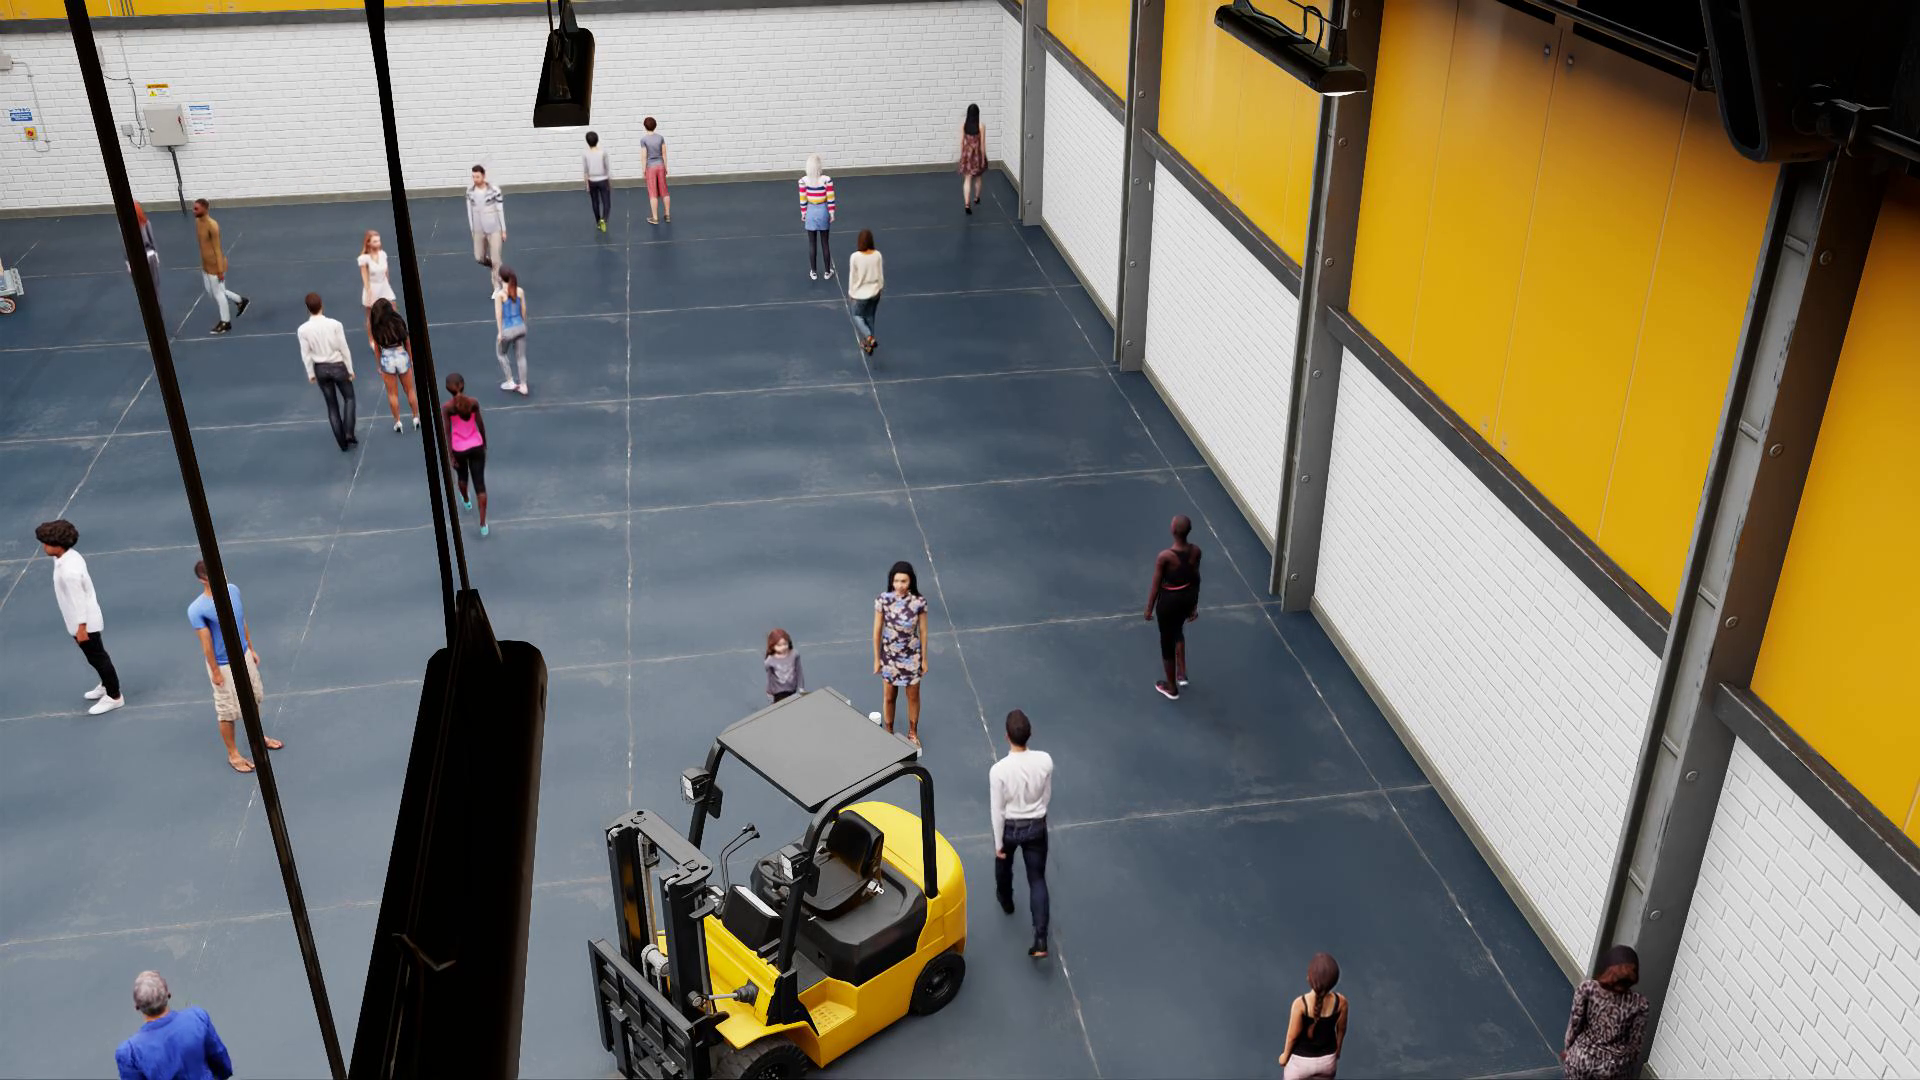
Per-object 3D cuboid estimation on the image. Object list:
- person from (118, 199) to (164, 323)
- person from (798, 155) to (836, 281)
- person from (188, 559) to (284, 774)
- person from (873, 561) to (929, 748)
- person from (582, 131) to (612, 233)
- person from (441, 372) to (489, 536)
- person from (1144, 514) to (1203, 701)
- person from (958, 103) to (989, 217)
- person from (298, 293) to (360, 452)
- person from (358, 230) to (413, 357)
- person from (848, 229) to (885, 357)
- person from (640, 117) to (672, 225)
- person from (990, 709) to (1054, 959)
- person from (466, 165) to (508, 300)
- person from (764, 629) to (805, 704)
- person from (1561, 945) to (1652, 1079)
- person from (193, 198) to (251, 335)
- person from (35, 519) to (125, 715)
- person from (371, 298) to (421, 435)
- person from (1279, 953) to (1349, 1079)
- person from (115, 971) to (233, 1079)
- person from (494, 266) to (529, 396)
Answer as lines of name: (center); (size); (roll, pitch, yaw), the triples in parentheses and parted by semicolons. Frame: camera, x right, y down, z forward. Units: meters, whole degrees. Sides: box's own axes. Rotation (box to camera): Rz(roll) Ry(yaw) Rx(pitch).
person: (-10.787, -3.638, 22.004); (0.684, 1.764, 0.722); (-18, 33, -30)
person: (-2.036, -4.620, 23.758); (0.695, 1.808, 0.592); (1, 29, 2)
person: (-5.924, 0.963, 13.464); (0.803, 1.863, 0.695); (11, 31, 20)
person: (-0.476, 0.956, 13.613); (0.627, 1.733, 0.561); (-1, 29, -1)
person: (-5.572, -5.491, 25.646); (0.573, 1.529, 0.926); (-3, 29, -6)
person: (-5.006, -0.853, 16.998); (0.710, 1.667, 1.185); (-10, 30, -18)
person: (1.885, 0.608, 14.233); (0.666, 1.751, 0.680); (-15, 32, -25)
person: (0.177, -5.972, 26.319); (0.879, 1.728, 1.220); (5, 29, 10)
person: (-7.030, -1.837, 18.598); (0.693, 1.863, 0.673); (-7, 29, -12)
person: (-7.473, -3.132, 21.196); (1.159, 1.649, 1.008); (24, 37, 36)
person: (-1.177, -3.101, 21.120); (0.736, 1.666, 0.881); (-12, 31, -20)
person: (-4.782, -5.799, 26.083); (0.646, 1.650, 0.636); (-15, 32, -26)
person: (0.453, 2.050, 11.487); (0.605, 1.849, 1.170); (-5, 29, -9)
person: (-6.562, -4.350, 23.228); (0.849, 1.840, 1.025); (3, 29, 6)
person: (-1.480, 1.185, 13.874); (0.649, 1.081, 0.866); (-16, 32, -27)
person: (3.752, 3.062, 9.769); (0.673, 1.717, 0.711); (12, 31, 21)
person: (-9.773, -3.645, 21.979); (0.963, 1.800, 1.010); (20, 35, 32)
person: (-7.453, 0.636, 14.122); (0.761, 1.808, 0.601); (-16, 32, -26)
person: (-6.505, -2.004, 19.158); (0.620, 1.620, 0.652); (-12, 31, -21)
person: (2.093, 3.085, 9.888); (0.535, 1.564, 0.502); (-3, 29, -6)
person: (-4.334, 3.237, 9.357); (0.979, 1.805, 1.057); (-23, 36, -36)
person: (-5.381, -2.509, 20.106); (0.725, 1.598, 0.772); (-25, 37, -38)
